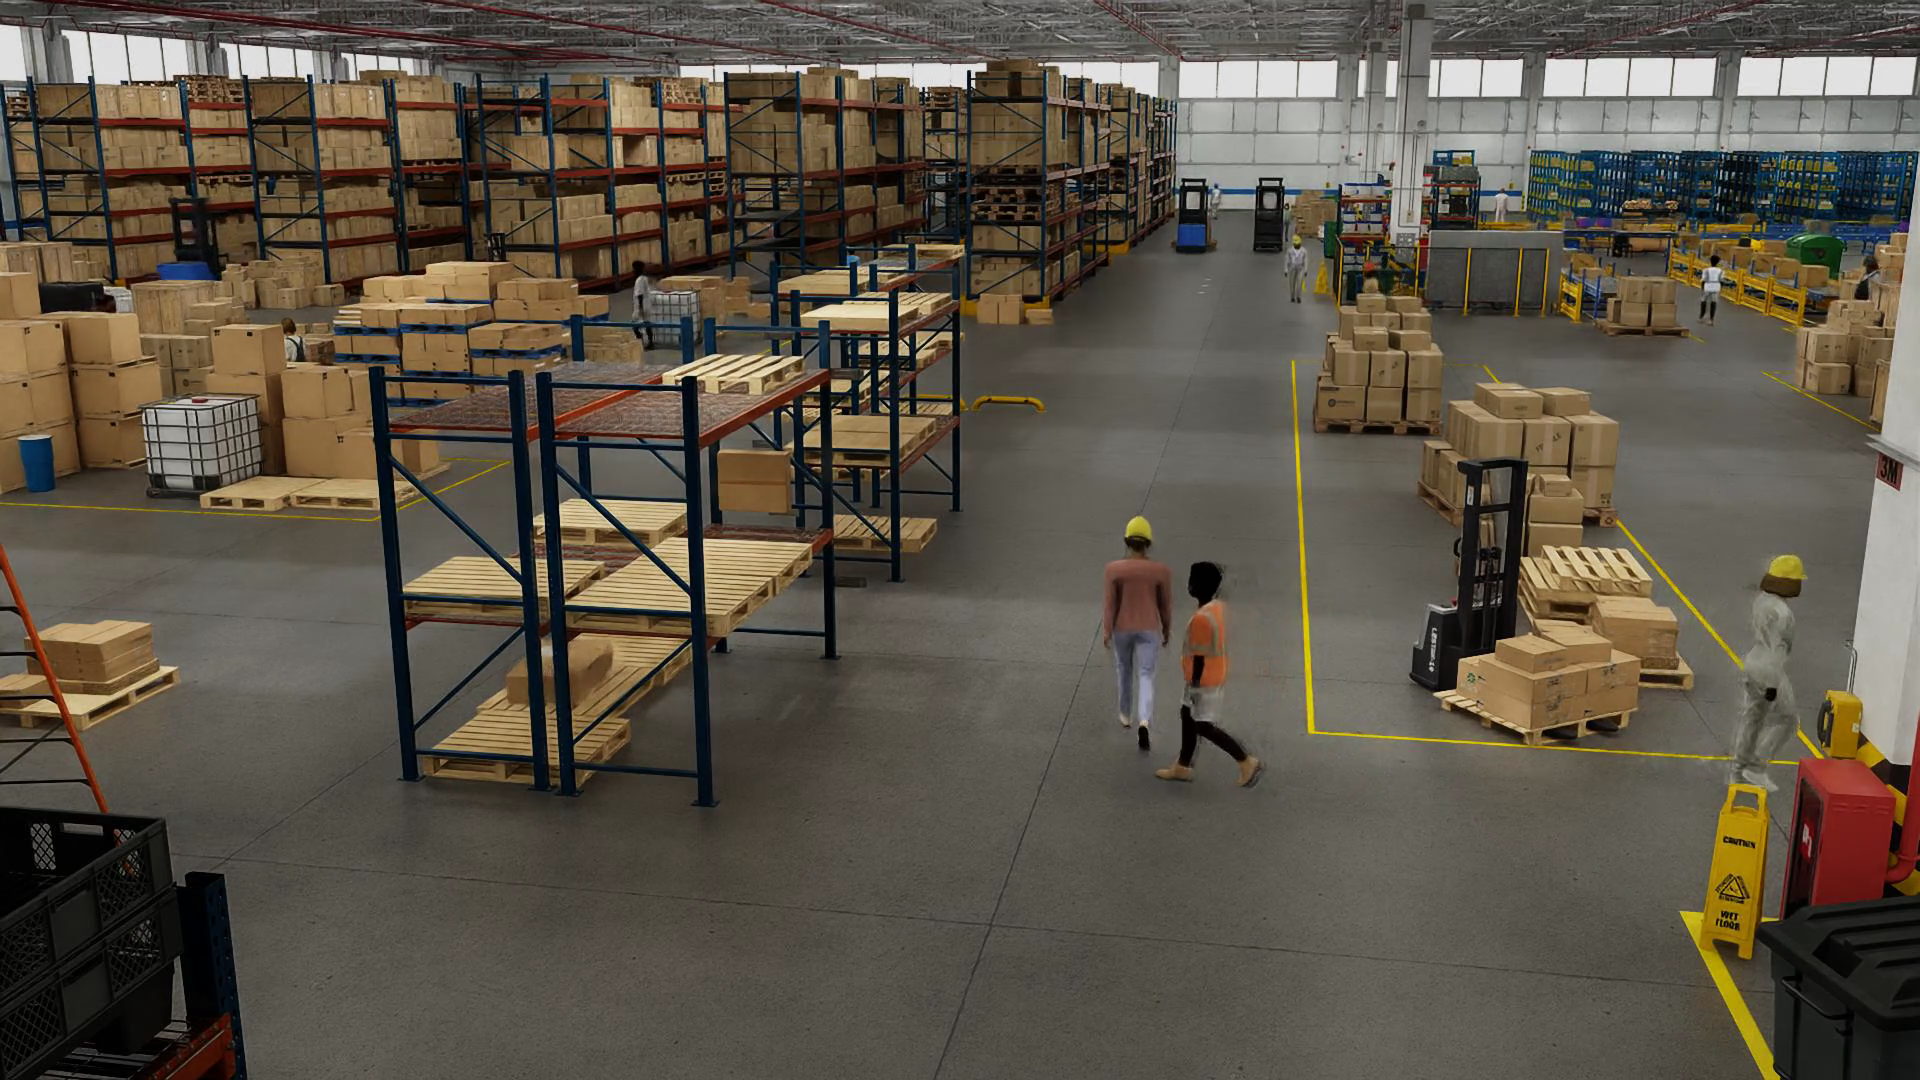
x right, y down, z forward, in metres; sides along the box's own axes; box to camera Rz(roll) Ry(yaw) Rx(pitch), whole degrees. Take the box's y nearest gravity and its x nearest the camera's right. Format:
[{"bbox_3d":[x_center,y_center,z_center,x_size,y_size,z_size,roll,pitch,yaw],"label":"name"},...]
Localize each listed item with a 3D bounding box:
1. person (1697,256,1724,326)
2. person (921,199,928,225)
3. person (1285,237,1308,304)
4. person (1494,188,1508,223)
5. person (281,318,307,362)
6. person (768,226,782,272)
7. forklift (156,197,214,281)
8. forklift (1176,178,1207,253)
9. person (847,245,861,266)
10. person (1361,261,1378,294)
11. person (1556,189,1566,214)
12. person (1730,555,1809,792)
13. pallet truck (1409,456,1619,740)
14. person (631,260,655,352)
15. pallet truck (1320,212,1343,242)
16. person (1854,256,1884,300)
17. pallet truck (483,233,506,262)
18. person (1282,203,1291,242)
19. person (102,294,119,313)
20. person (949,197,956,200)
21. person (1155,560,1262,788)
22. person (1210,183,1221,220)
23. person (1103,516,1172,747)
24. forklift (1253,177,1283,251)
[{"bbox_3d":[18.160,-6.044,40.237,0.546,1.652,0.837,2,14,9],"label":"person"},{"bbox_3d":[-1.616,-14.874,75.632,0.536,1.900,0.965,3,14,12],"label":"person"},{"bbox_3d":[9.124,-7.314,45.147,0.621,1.780,0.915,2,14,8],"label":"person"},{"bbox_3d":[26.022,-15.937,79.911,0.654,1.906,0.406,9,16,32],"label":"person"},{"bbox_3d":[-10.126,-2.460,25.327,0.336,1.841,0.508,4,15,18],"label":"person"},{"bbox_3d":[-6.009,-9.760,54.953,0.669,1.859,1.006,7,16,27],"label":"person"},{"bbox_3d":[-21.044,-7.964,45.536,1.129,2.768,1.873,3,14,10],"label":"forklift"},{"bbox_3d":[8.924,-12.466,63.817,1.129,2.768,1.873,3,14,10],"label":"forklift"},{"bbox_3d":[-2.833,-6.888,43.606,0.541,1.695,0.316,4,14,14],"label":"person"},{"bbox_3d":[8.717,-4.944,35.253,0.600,1.922,0.566,-1,14,-2],"label":"person"},{"bbox_3d":[29.438,-16.320,81.313,0.436,1.980,0.649,-2,14,-9],"label":"person"},{"bbox_3d":[5.724,0.943,11.724,0.445,1.724,0.502,1,14,5],"label":"person"},{"bbox_3d":[4.504,0.400,13.395,0.823,1.965,1.885,-6,15,-23],"label":"pallet truck"},{"bbox_3d":[-6.793,-4.942,35.192,0.655,1.939,0.630,1,14,3],"label":"person"},{"bbox_3d":[15.874,-13.227,70.310,0.680,1.201,1.601,10,17,35],"label":"pallet truck"},{"bbox_3d":[19.592,-5.110,35.678,0.759,2.000,0.707,3,14,10],"label":"person"},{"bbox_3d":[-11.832,-7.026,43.548,1.885,1.965,0.823,8,16,28],"label":"pallet truck"},{"bbox_3d":[13.779,-13.446,70.363,0.499,1.633,0.282,-3,14,-12],"label":"person"},{"bbox_3d":[-14.484,-3.239,28.367,0.573,1.907,0.591,3,14,13],"label":"person"},{"bbox_3d":[-0.379,-18.981,92.322,0.690,1.879,0.606,-2,14,-8],"label":"person"},{"bbox_3d":[1.784,0.968,11.765,0.722,1.673,0.539,4,14,15],"label":"person"},{"bbox_3d":[13.417,-17.810,87.475,0.642,1.923,0.584,-5,15,-20],"label":"person"},{"bbox_3d":[1.355,0.689,12.752,0.526,1.744,0.796,1,14,5],"label":"person"},{"bbox_3d":[12.083,-12.747,64.956,1.129,2.768,1.873,3,14,10],"label":"forklift"}]
